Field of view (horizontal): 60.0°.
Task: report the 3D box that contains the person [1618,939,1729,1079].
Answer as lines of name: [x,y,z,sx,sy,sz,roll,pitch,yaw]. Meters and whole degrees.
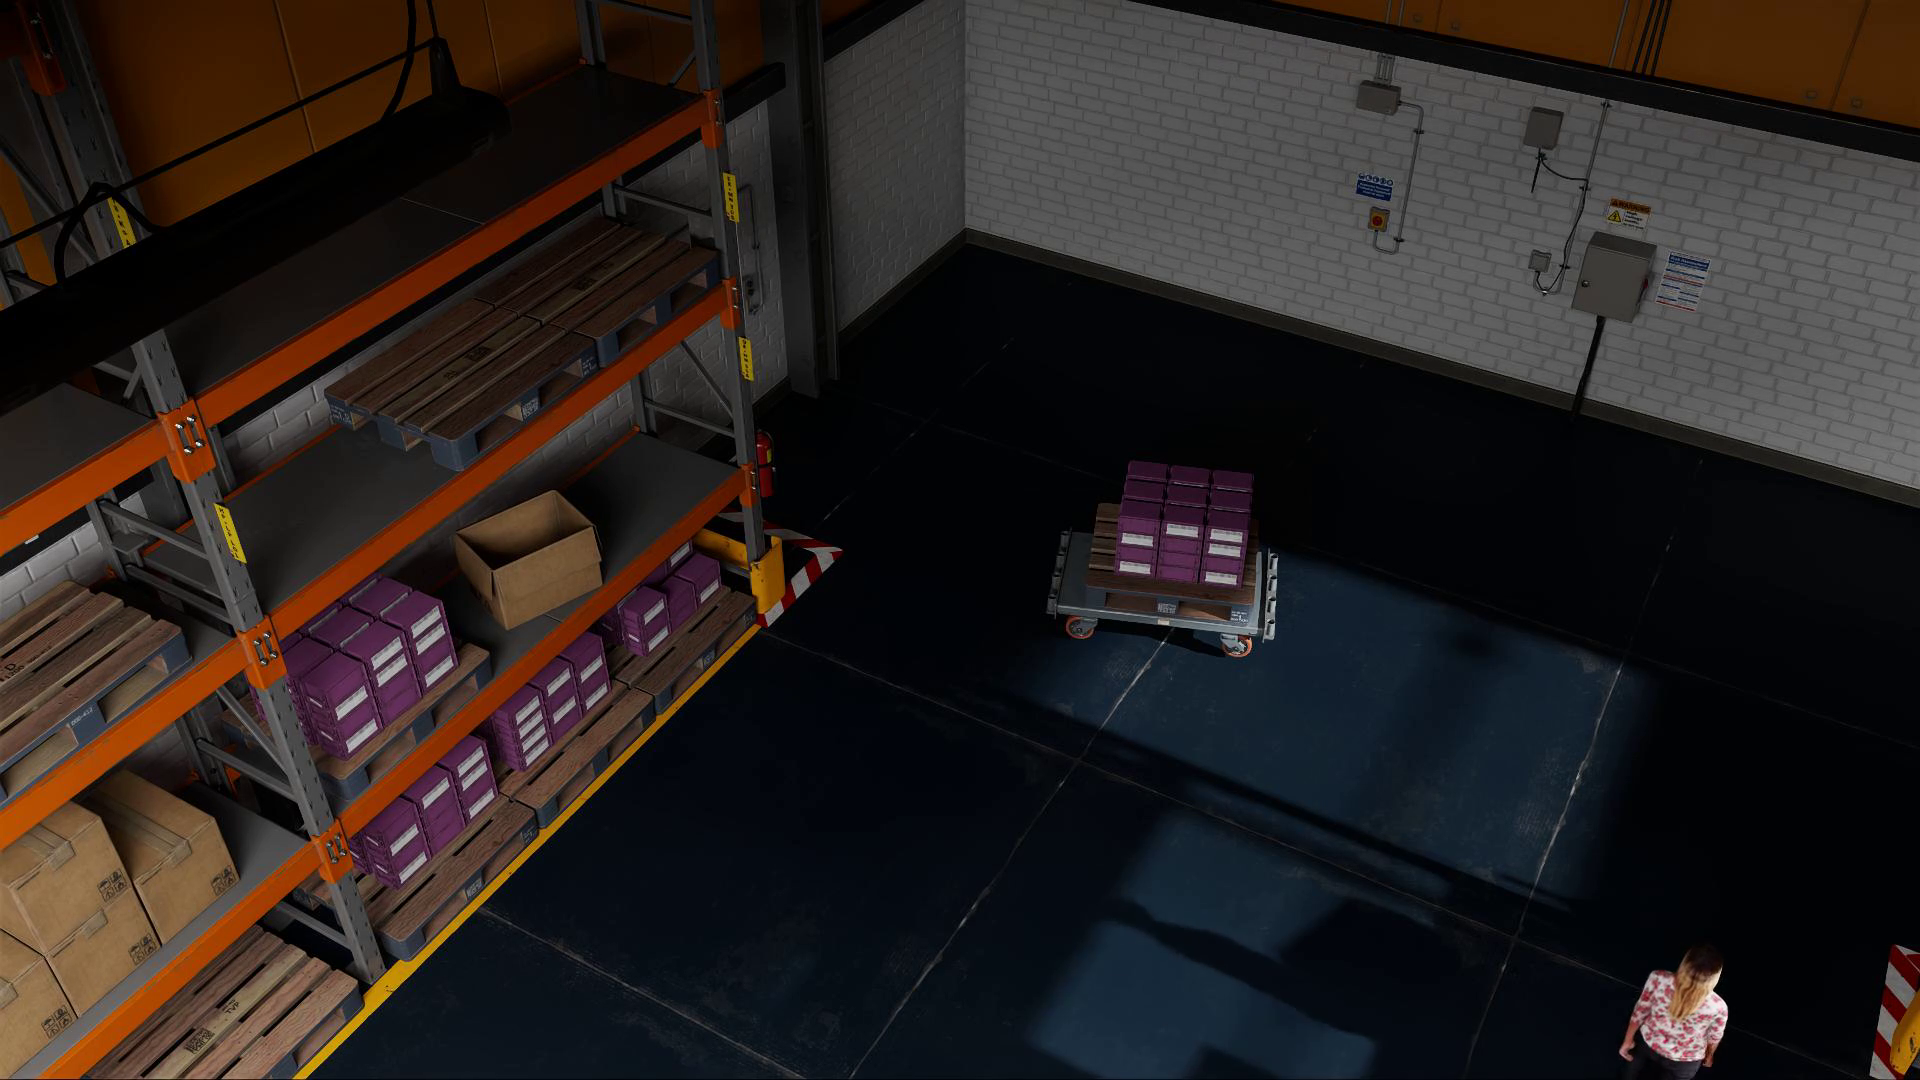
person: [3.630,2.682,8.607,0.634,1.617,0.666,30,48,32]
